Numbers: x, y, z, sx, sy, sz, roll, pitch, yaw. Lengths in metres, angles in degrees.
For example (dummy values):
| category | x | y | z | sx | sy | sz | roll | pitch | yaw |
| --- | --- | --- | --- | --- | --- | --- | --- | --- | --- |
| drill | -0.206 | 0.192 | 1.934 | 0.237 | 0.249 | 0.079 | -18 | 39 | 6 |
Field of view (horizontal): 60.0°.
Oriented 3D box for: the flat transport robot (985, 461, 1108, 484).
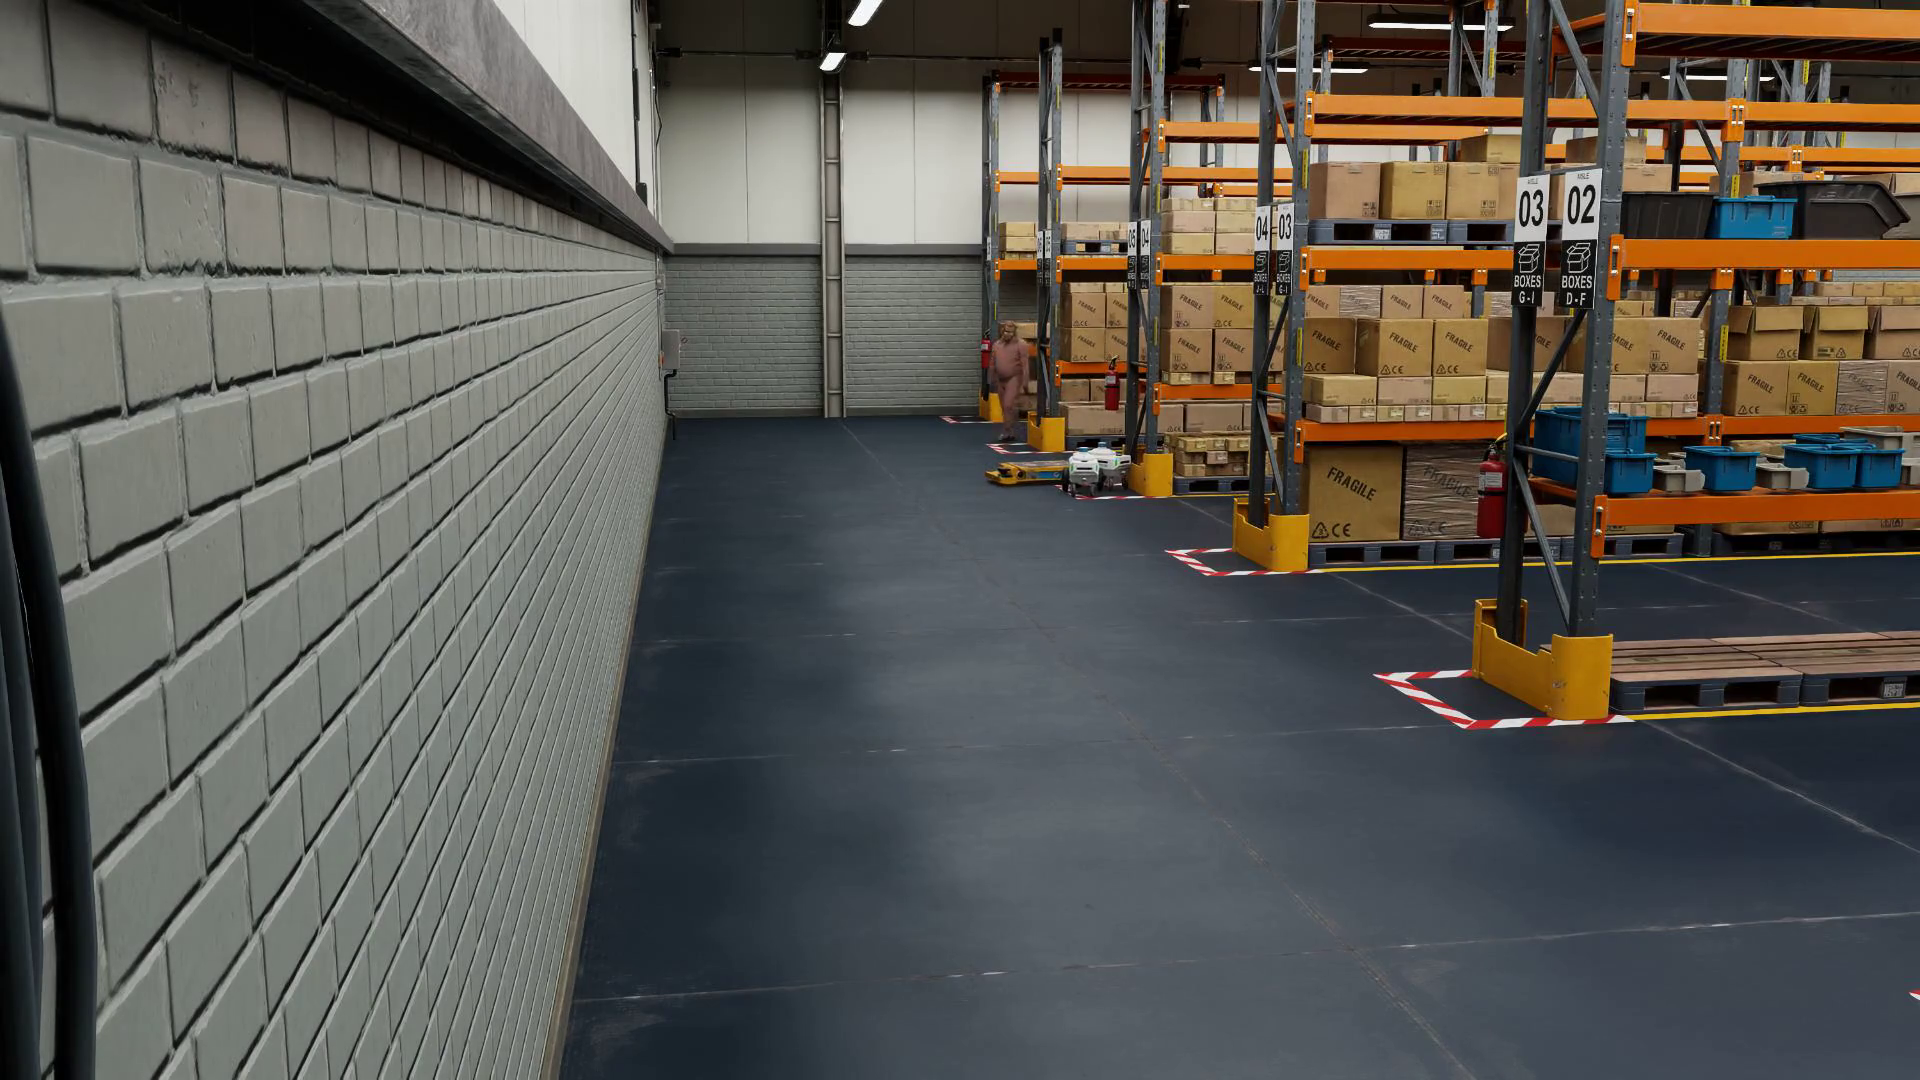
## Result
| category | x | y | z | sx | sy | sz | roll | pitch | yaw |
| --- | --- | --- | --- | --- | --- | --- | --- | --- | --- |
| flat transport robot | 1.091 | -0.861 | 20.900 | 1.431 | 0.197 | 0.652 | -3 | 10 | -16 |

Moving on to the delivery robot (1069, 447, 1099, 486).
| category | x | y | z | sx | sy | sz | roll | pitch | yaw |
| --- | --- | --- | --- | --- | --- | --- | --- | --- | --- |
| delivery robot | 1.465 | -0.858 | 19.721 | 0.477 | 0.478 | 0.707 | 0 | 9 | 2 |

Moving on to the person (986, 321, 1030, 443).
| category | x | y | z | sx | sy | sz | roll | pitch | yaw |
| --- | --- | --- | --- | --- | --- | --- | --- | --- | --- |
| person | 0.678 | -2.423 | 25.595 | 0.696 | 1.871 | 0.780 | 8 | 12 | 39 |

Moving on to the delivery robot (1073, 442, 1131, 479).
| category | x | y | z | sx | sy | sz | roll | pitch | yaw |
| --- | --- | --- | --- | --- | --- | --- | --- | --- | --- |
| delivery robot | 1.730 | -0.948 | 20.274 | 0.707 | 0.478 | 0.477 | 8 | 12 | 41 |
